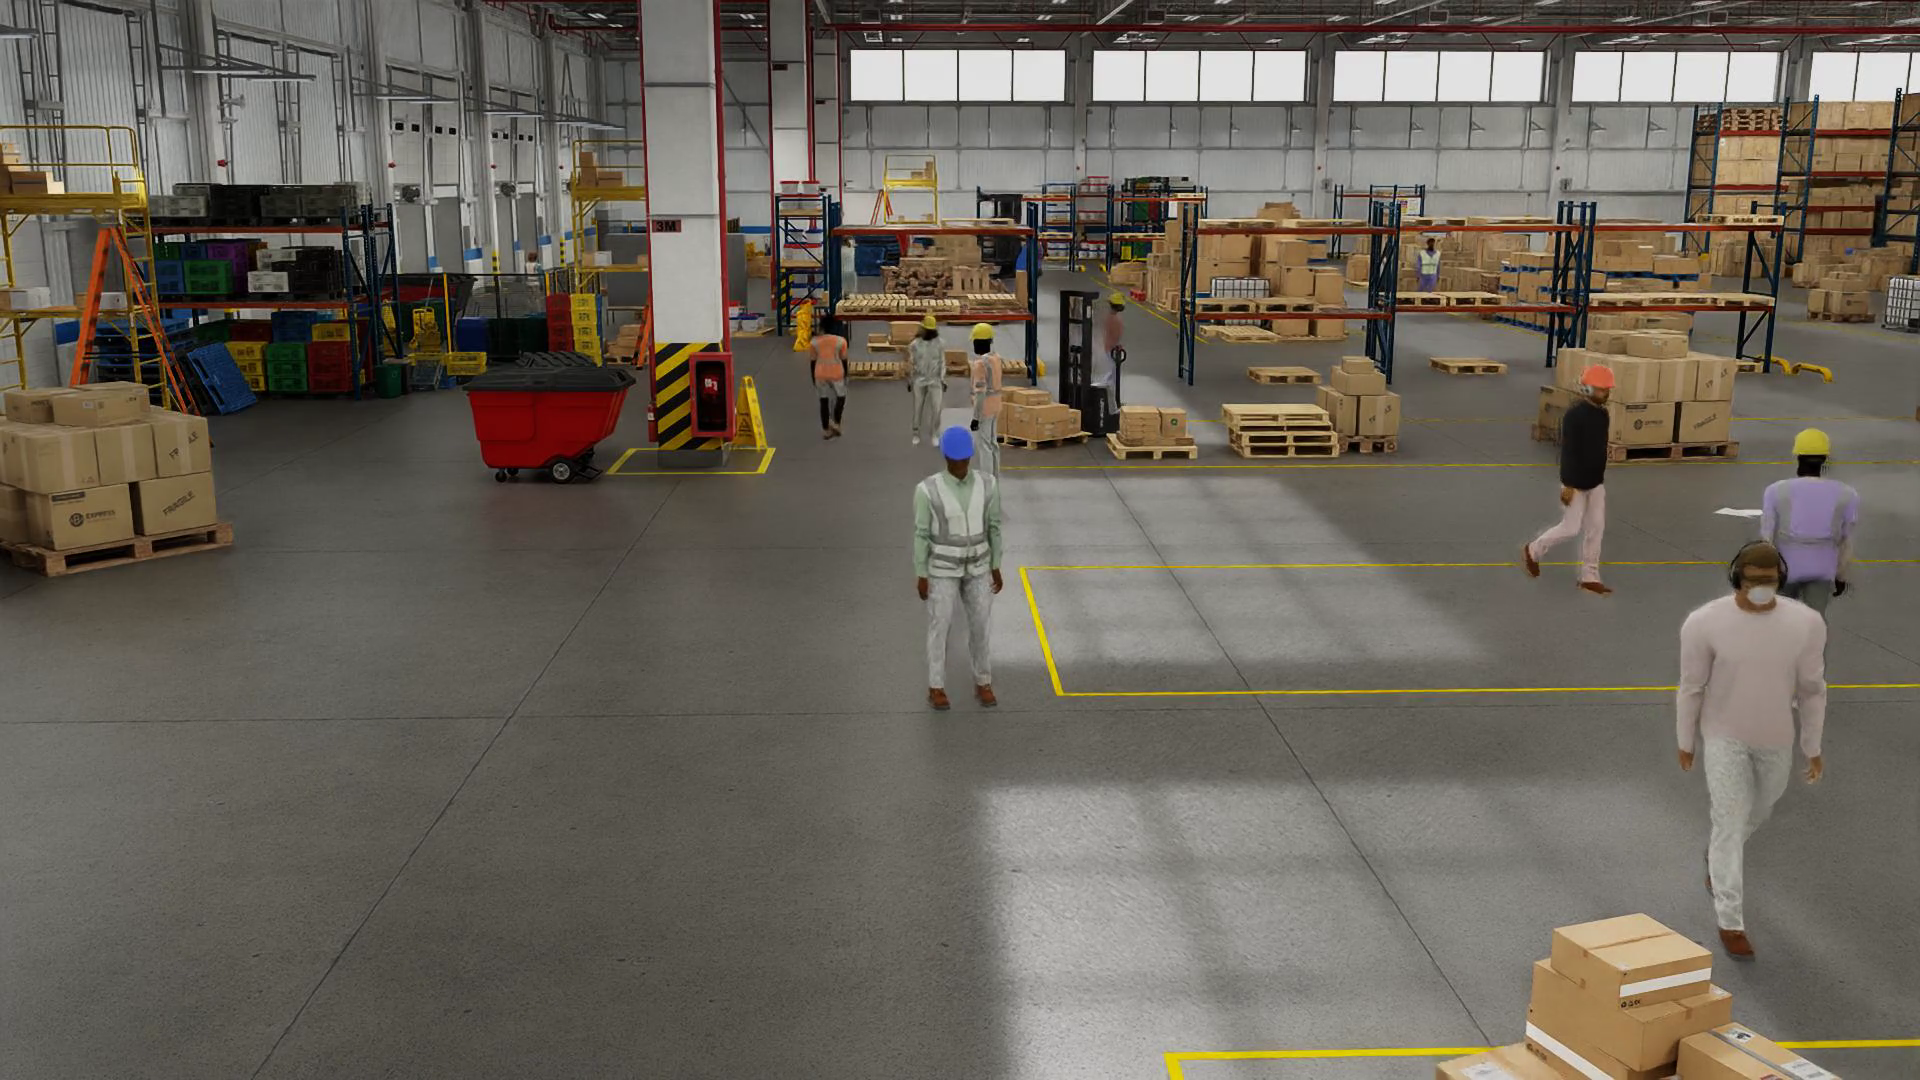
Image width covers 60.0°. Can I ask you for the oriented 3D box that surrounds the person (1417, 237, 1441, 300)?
[{"bbox_3d":[12.076,-6.852,42.900,0.596,1.899,0.667,1,13,3],"label":"person"}]

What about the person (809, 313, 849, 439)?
[{"bbox_3d":[-1.746,-2.202,22.361,0.552,1.682,0.436,2,13,8],"label":"person"}]

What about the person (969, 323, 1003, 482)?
[{"bbox_3d":[0.271,-1.427,18.327,0.359,1.930,0.588,5,13,20],"label":"person"}]

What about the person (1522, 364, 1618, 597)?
[{"bbox_3d":[5.246,-0.526,14.169,0.624,1.971,0.745,-8,15,-34],"label":"person"}]

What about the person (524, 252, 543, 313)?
[{"bbox_3d":[-10.404,-6.205,40.582,0.517,1.631,0.312,6,14,26],"label":"person"}]

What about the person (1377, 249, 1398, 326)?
[{"bbox_3d":[9.911,-5.891,38.676,0.517,1.843,0.326,3,13,15],"label":"person"}]

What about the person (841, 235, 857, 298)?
[{"bbox_3d":[-3.051,-7.166,44.304,0.887,1.914,0.639,6,14,27],"label":"person"}]

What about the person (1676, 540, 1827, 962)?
[{"bbox_3d":[3.674,0.910,7.830,0.625,1.911,0.949,1,13,5],"label":"person"}]

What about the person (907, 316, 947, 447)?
[{"bbox_3d":[-0.420,-2.054,21.680,0.537,1.702,0.786,-1,13,-5],"label":"person"}]

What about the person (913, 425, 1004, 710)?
[{"bbox_3d":[-0.007,0.187,11.038,0.605,1.934,0.421,-5,13,-21],"label":"person"}]

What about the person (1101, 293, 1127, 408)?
[{"bbox_3d":[2.307,-2.873,25.256,0.444,1.748,0.538,-3,13,-12],"label":"person"}]

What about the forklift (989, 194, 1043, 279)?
[{"bbox_3d":[1.737,-10.151,55.554,1.873,2.768,1.129,-7,14,-28],"label":"forklift"}]

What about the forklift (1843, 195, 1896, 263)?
[{"bbox_3d":[29.663,-9.698,53.506,1.873,2.768,1.129,0,12,-2],"label":"forklift"}]

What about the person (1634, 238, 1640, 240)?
[{"bbox_3d":[16.737,-6.536,41.403,0.582,1.924,0.406,1,13,3],"label":"person"}]

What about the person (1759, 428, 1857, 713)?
[{"bbox_3d":[5.662,0.182,11.189,0.607,1.871,0.981,3,13,14],"label":"person"}]

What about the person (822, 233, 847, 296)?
[{"bbox_3d":[-3.624,-7.762,47.060,1.031,1.892,0.644,-11,17,-42],"label":"person"}]

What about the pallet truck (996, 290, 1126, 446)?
[{"bbox_3d":[1.257,-2.299,22.111,1.885,1.965,0.823,-9,15,-35],"label":"pallet truck"}]
